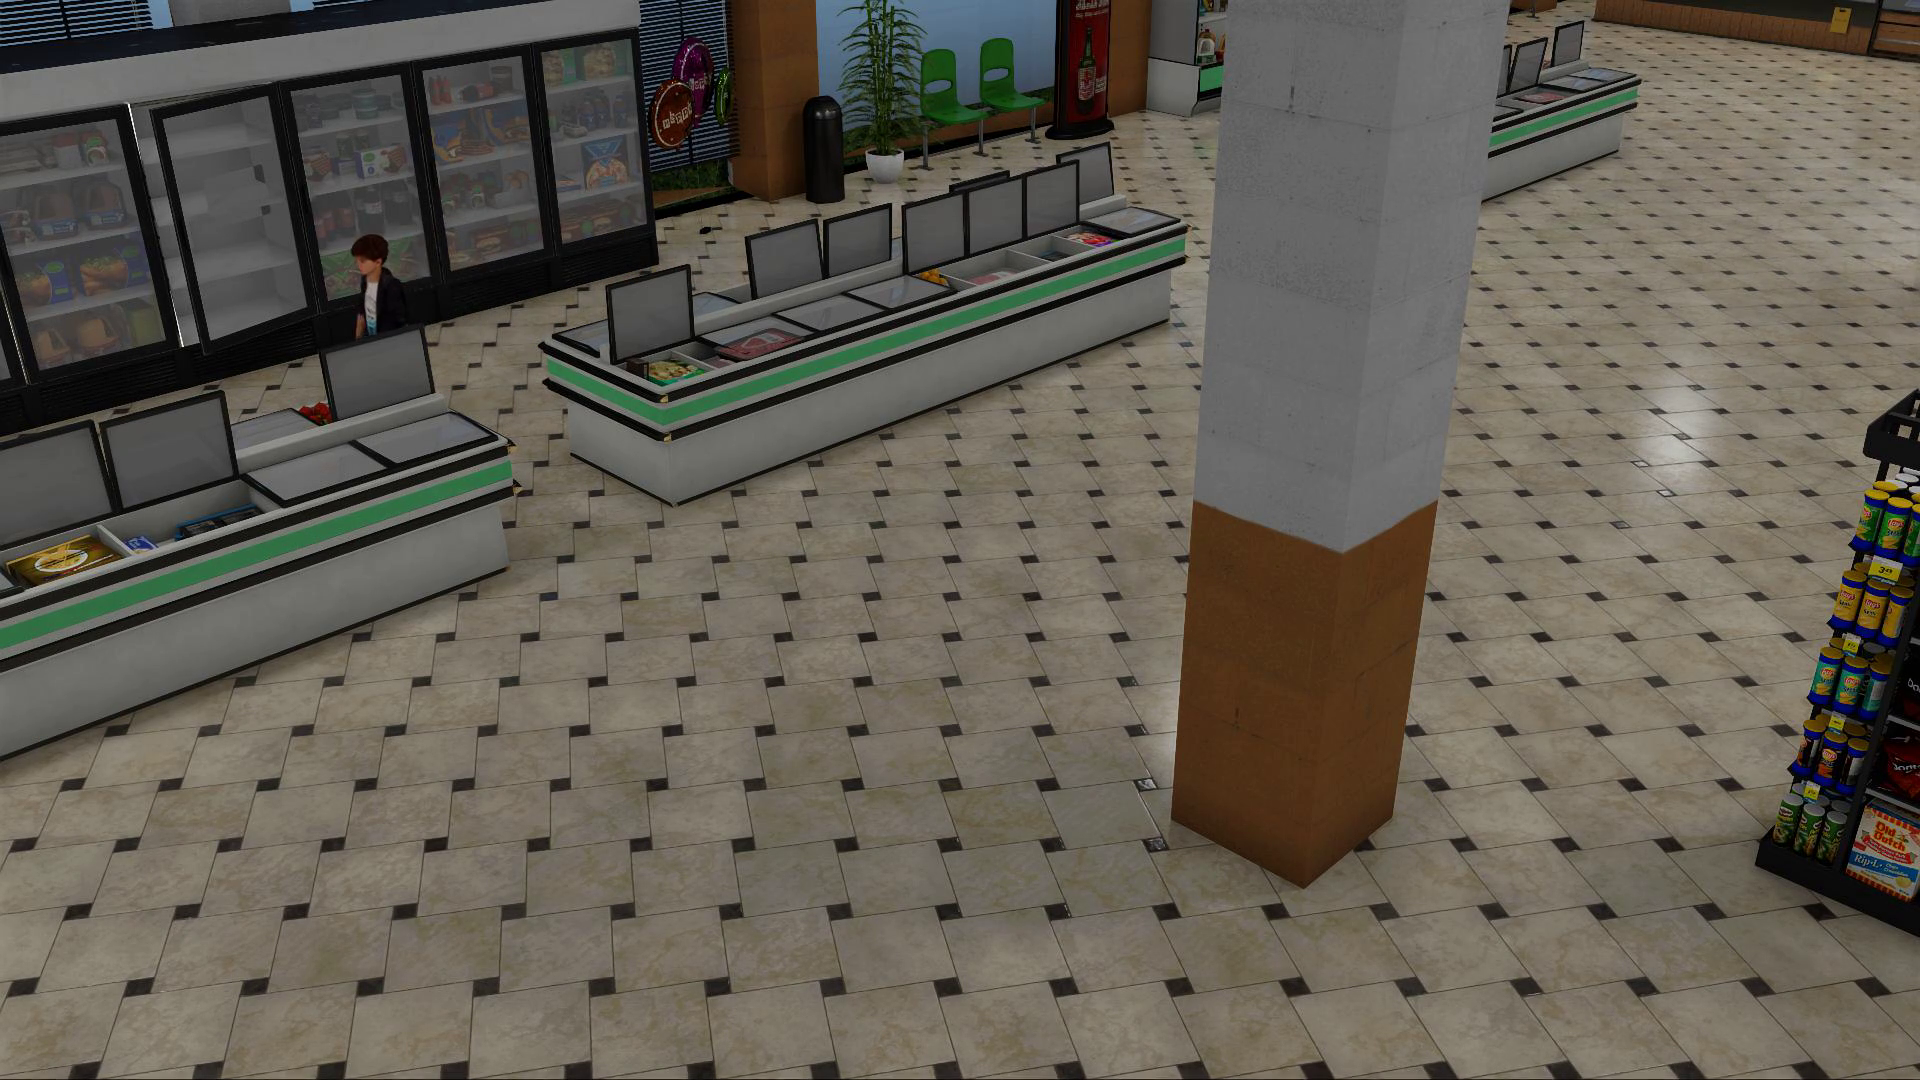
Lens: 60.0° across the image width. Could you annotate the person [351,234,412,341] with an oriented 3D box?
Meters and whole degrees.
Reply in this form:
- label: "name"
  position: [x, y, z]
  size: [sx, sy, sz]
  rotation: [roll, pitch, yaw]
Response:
- label: "person"
  position: [-3.594, -1.260, 10.656]
  size: [0.944, 1.407, 0.551]
  rotation: [-23, 35, -38]
